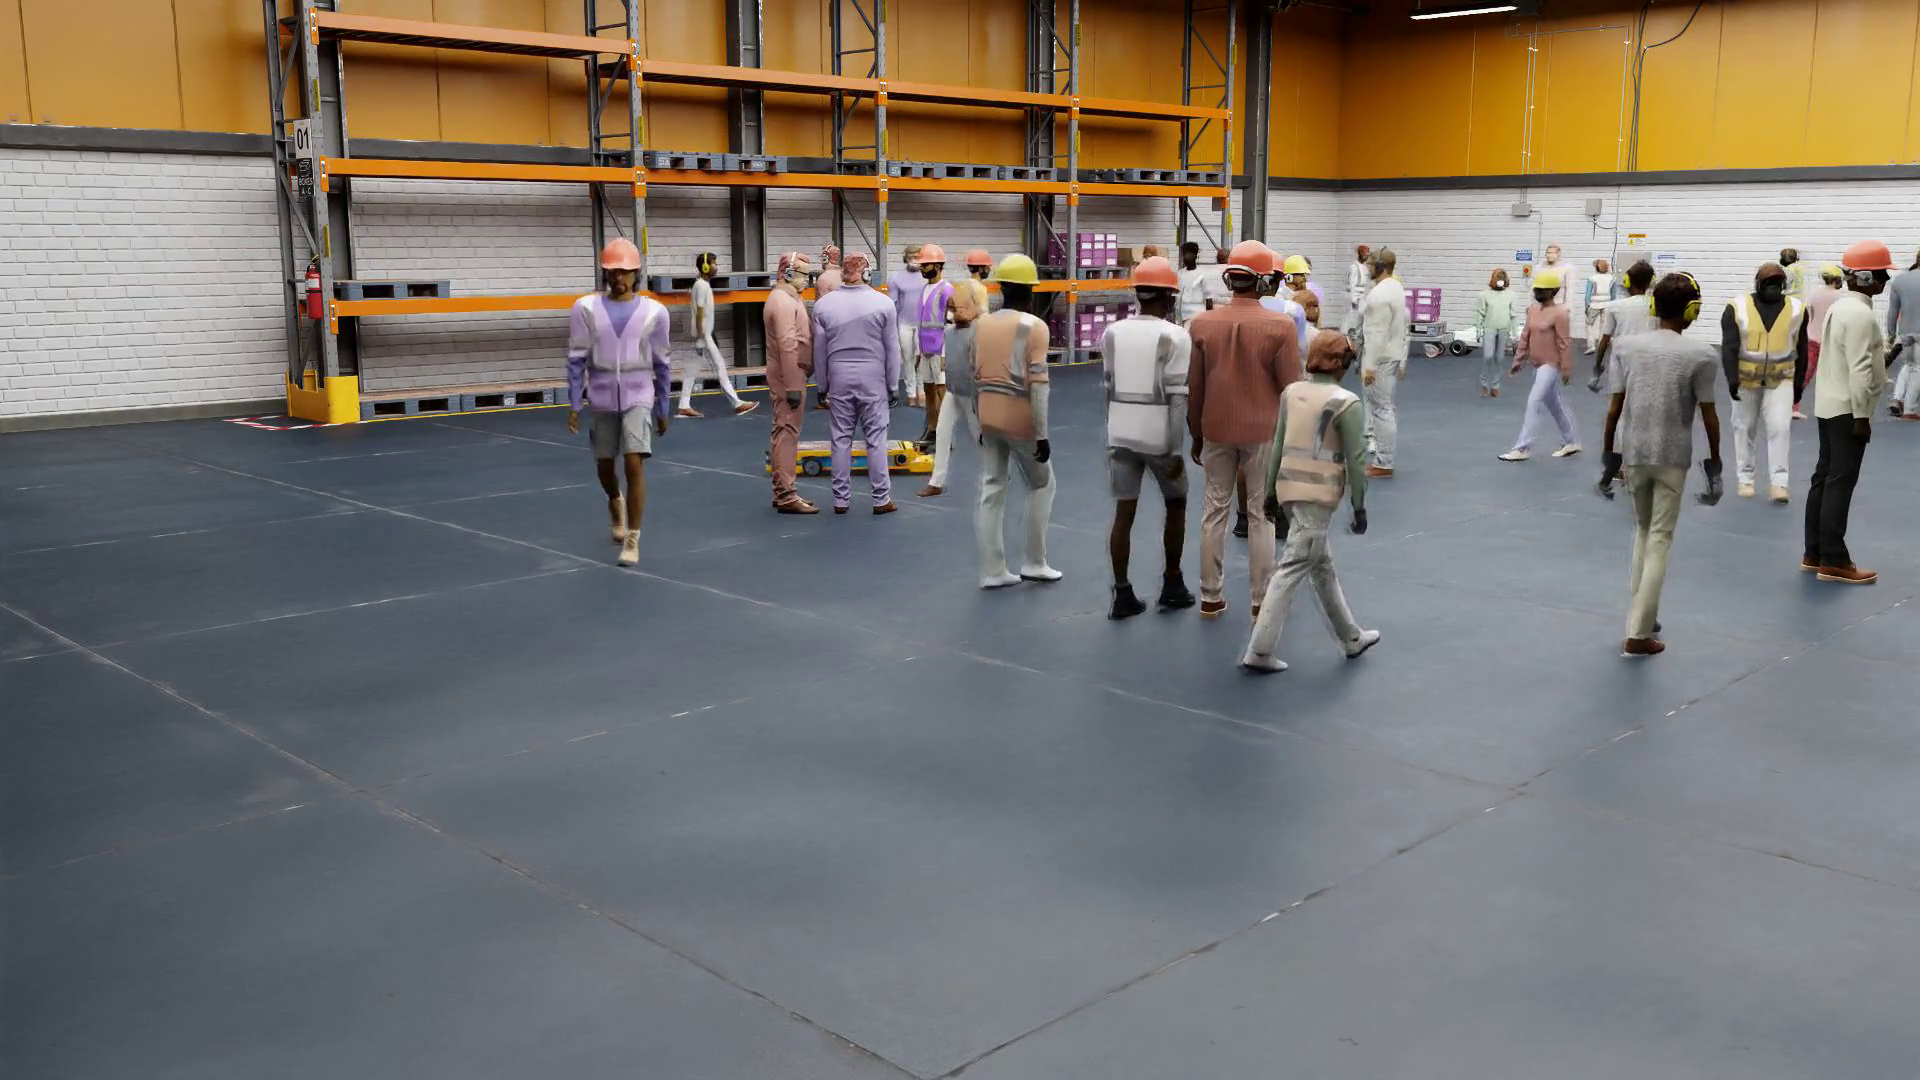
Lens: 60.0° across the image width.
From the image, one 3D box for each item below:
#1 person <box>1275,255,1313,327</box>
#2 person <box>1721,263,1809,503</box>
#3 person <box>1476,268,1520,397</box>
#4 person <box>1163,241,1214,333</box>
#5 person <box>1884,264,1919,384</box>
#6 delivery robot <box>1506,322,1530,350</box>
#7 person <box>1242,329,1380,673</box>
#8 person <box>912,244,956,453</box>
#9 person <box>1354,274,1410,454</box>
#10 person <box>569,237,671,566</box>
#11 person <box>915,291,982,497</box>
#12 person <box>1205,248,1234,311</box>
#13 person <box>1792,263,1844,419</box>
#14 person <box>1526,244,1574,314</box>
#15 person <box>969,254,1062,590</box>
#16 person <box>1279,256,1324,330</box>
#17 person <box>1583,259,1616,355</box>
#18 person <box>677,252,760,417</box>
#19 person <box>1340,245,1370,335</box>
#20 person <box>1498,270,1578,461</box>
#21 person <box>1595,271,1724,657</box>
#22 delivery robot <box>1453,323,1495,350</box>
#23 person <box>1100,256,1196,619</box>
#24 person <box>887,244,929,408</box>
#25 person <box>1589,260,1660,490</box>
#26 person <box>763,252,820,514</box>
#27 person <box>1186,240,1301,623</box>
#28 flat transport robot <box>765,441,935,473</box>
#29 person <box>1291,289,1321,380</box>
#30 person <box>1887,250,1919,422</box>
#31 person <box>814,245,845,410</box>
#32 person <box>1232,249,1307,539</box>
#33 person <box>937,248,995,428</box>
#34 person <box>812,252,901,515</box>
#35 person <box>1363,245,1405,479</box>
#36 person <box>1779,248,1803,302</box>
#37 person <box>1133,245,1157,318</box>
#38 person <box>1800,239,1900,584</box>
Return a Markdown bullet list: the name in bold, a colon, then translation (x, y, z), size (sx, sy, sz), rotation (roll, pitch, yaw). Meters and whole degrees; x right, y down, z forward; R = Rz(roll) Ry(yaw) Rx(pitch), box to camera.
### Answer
- **person**: translation (3.163, -1.786, 15.848), size (0.403, 1.834, 0.589), rotation (6, 12, 31)
- **person**: translation (6.098, -1.181, 12.624), size (0.635, 1.805, 0.865), rotation (4, 11, 20)
- **person**: translation (6.733, -2.581, 20.789), size (0.502, 1.616, 0.561), rotation (0, 10, 1)
- **person**: translation (2.875, -2.848, 21.321), size (0.654, 1.943, 0.618), rotation (-8, 13, -37)
- **person**: translation (12.853, -2.906, 22.445), size (0.874, 1.649, 0.531), rotation (8, 13, 38)
- **delivery robot**: translation (9.465, -3.428, 28.034), size (0.707, 0.478, 0.477), rotation (-5, 12, -26)
- **person**: translation (1.658, -0.180, 7.741), size (0.854, 1.584, 0.522), rotation (-5, 11, -24)
- **person**: translation (-0.254, -1.789, 15.580), size (0.361, 1.938, 0.545), rotation (-7, 12, -33)
- **person**: translation (3.961, -1.683, 15.686), size (0.487, 1.691, 0.890), rotation (1, 10, 7)
- **person**: translation (-2.122, -0.885, 10.463), size (0.627, 2.020, 0.897), rotation (-1, 10, -6)
- **person**: translation (0.048, -1.142, 12.996), size (0.829, 1.594, 0.515), rotation (-8, 13, -37)
- **person**: translation (3.911, -3.401, 24.661), size (0.652, 1.829, 0.521), rotation (5, 12, 26)
- **person**: translation (9.534, -2.167, 18.253), size (0.899, 1.711, 0.535), rotation (-2, 11, -13)
- **person**: translation (9.186, -3.664, 25.947), size (0.652, 1.891, 0.456), rotation (10, 14, 43)
- **person**: translation (0.357, -0.675, 9.568), size (0.612, 1.908, 0.650), rotation (9, 14, 41)
- **person**: translation (3.779, -2.289, 18.697), size (0.573, 1.803, 0.968), rotation (1, 10, 6)
- **person**: translation (10.754, -3.899, 27.949), size (0.564, 1.628, 0.406), rotation (0, 10, 3)
- **person**: translation (-2.734, -2.268, 18.497), size (0.941, 1.822, 0.555), rotation (-2, 11, -12)
- **person**: translation (7.067, -4.302, 29.530), size (0.750, 1.842, 0.594), rotation (8, 13, 36)
- **person**: translation (5.302, -1.574, 15.028), size (0.903, 1.718, 0.525), rotation (-2, 11, -13)
- **person**: translation (3.446, -0.368, 8.091), size (0.729, 1.844, 0.557), rotation (-9, 14, -41)
- **delivery robot**: translation (8.642, -3.393, 27.844), size (0.707, 0.478, 0.477), rotation (6, 12, 31)
- **person**: translation (1.031, -0.548, 8.912), size (0.548, 1.907, 0.745), rotation (7, 12, 33)
- **person**: translation (-0.552, -2.495, 19.495), size (0.655, 1.908, 0.746), rotation (0, 10, 1)
- **person**: translation (5.402, -1.333, 13.403), size (0.514, 1.834, 0.956), rotation (0, 10, -1)
- **person**: translation (-1.226, -1.147, 12.185), size (0.406, 1.902, 0.636), rotation (-2, 11, -10)
- **person**: translation (1.483, -0.557, 8.708), size (0.615, 1.994, 0.381), rotation (5, 12, 27)
- **flat transport robot**: translation (-0.950, -0.720, 14.297), size (1.431, 0.197, 0.652), rotation (-1, 10, -5)
- **person**: translation (2.565, -1.146, 12.963), size (0.631, 1.609, 0.503), rotation (-8, 13, -35)
- **person**: translation (10.408, -2.227, 17.998), size (0.442, 1.920, 0.639), rotation (-6, 12, -28)
- **person**: translation (-1.496, -2.471, 19.383), size (0.404, 1.909, 0.636), rotation (6, 12, 29)
- **person**: translation (2.034, -0.968, 11.132), size (0.543, 1.928, 0.373), rotation (2, 11, 13)
- **person**: translation (0.104, -2.114, 17.499), size (0.987, 1.897, 0.560), rotation (-3, 11, -18)
- **person**: translation (-0.735, -1.129, 12.091), size (0.637, 1.901, 0.403), rotation (2, 11, 10)
- **person**: translation (3.512, -1.476, 13.873), size (0.354, 1.937, 0.635), rotation (5, 12, 26)
- **person**: translation (12.772, -3.626, 25.939), size (0.699, 1.821, 0.630), rotation (7, 13, 35)
- **person**: translation (2.854, -3.532, 25.261), size (0.616, 1.868, 0.446), rotation (9, 14, 41)
- **person**: translation (5.231, -0.755, 9.781), size (0.379, 1.996, 0.609), rotation (2, 11, 12)
